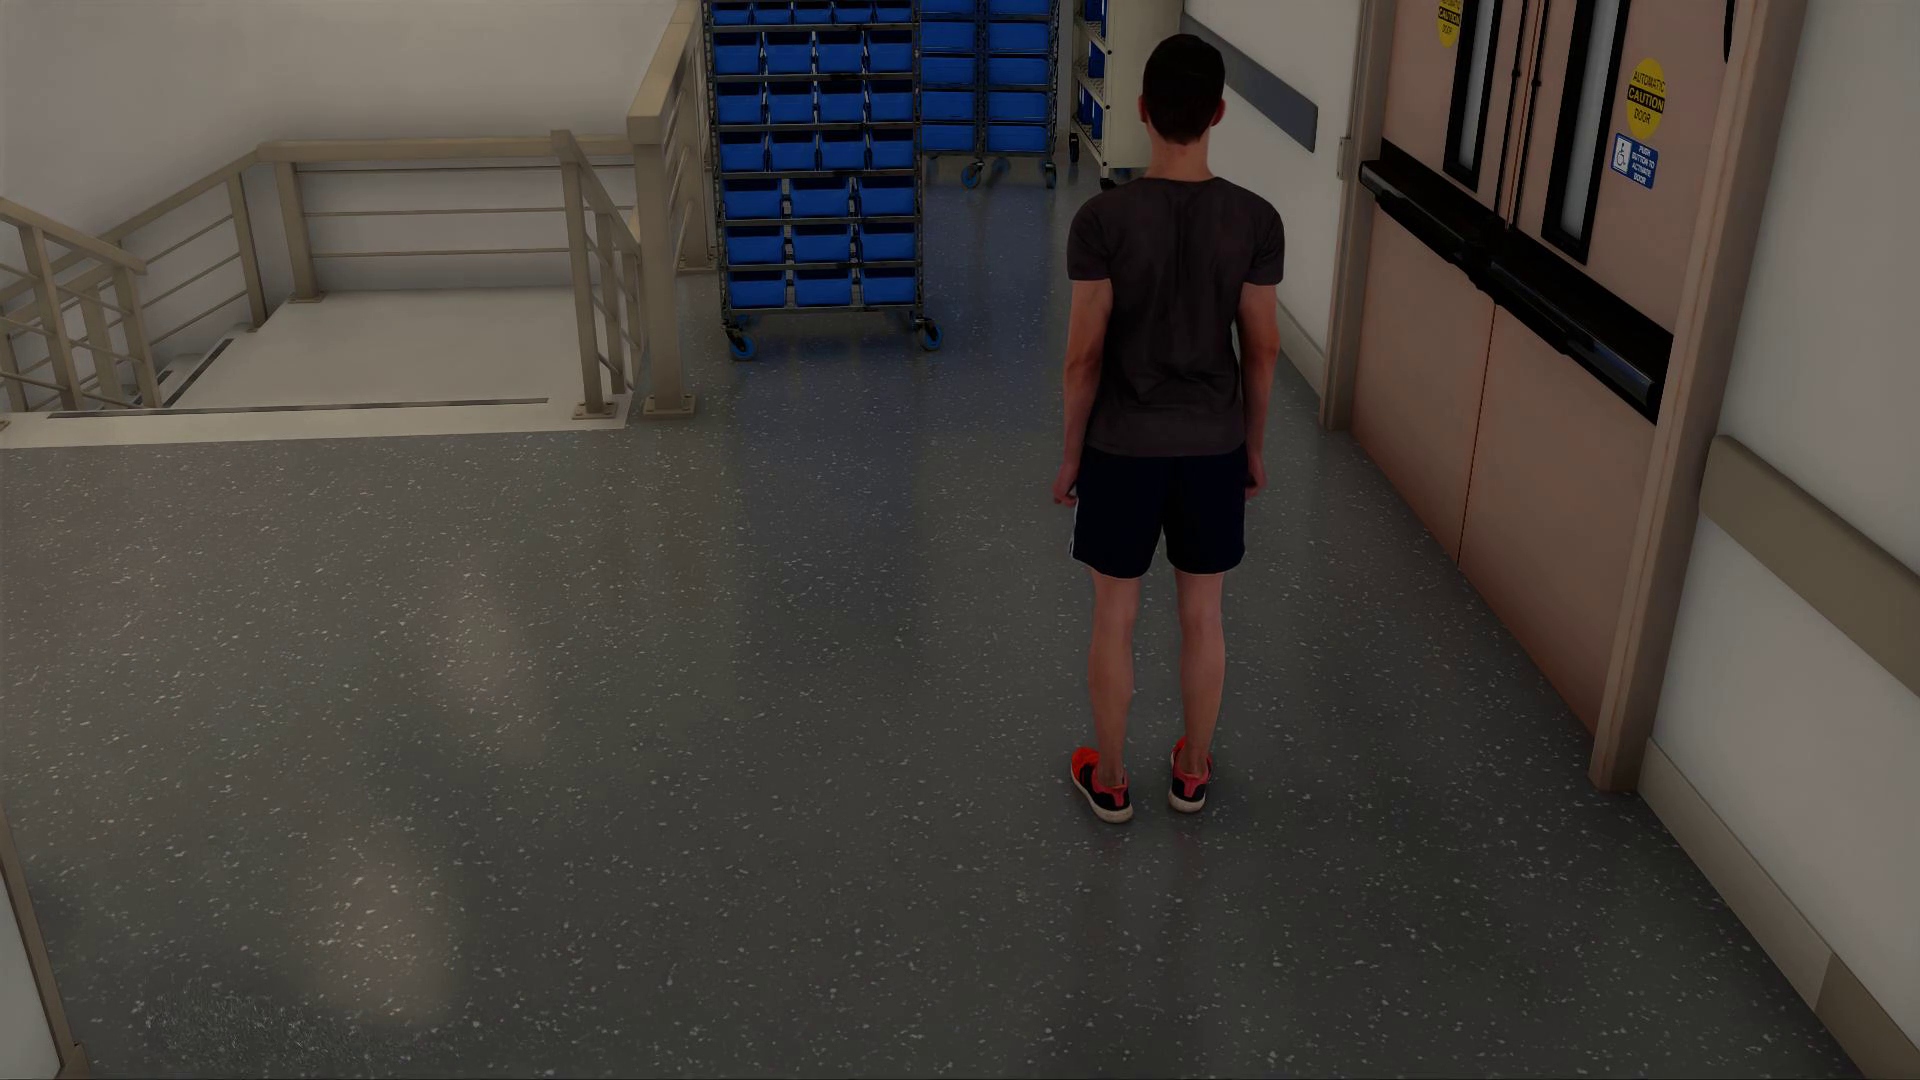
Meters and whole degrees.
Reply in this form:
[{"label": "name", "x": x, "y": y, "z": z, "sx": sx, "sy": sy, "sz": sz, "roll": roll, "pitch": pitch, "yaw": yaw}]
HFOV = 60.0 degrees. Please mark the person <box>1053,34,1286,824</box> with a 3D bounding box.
[{"label": "person", "x": 0.463, "y": -0.197, "z": 3.805, "sx": 0.654, "sy": 1.853, "sz": 0.531, "roll": -3, "pitch": 26, "yaw": -6}]
